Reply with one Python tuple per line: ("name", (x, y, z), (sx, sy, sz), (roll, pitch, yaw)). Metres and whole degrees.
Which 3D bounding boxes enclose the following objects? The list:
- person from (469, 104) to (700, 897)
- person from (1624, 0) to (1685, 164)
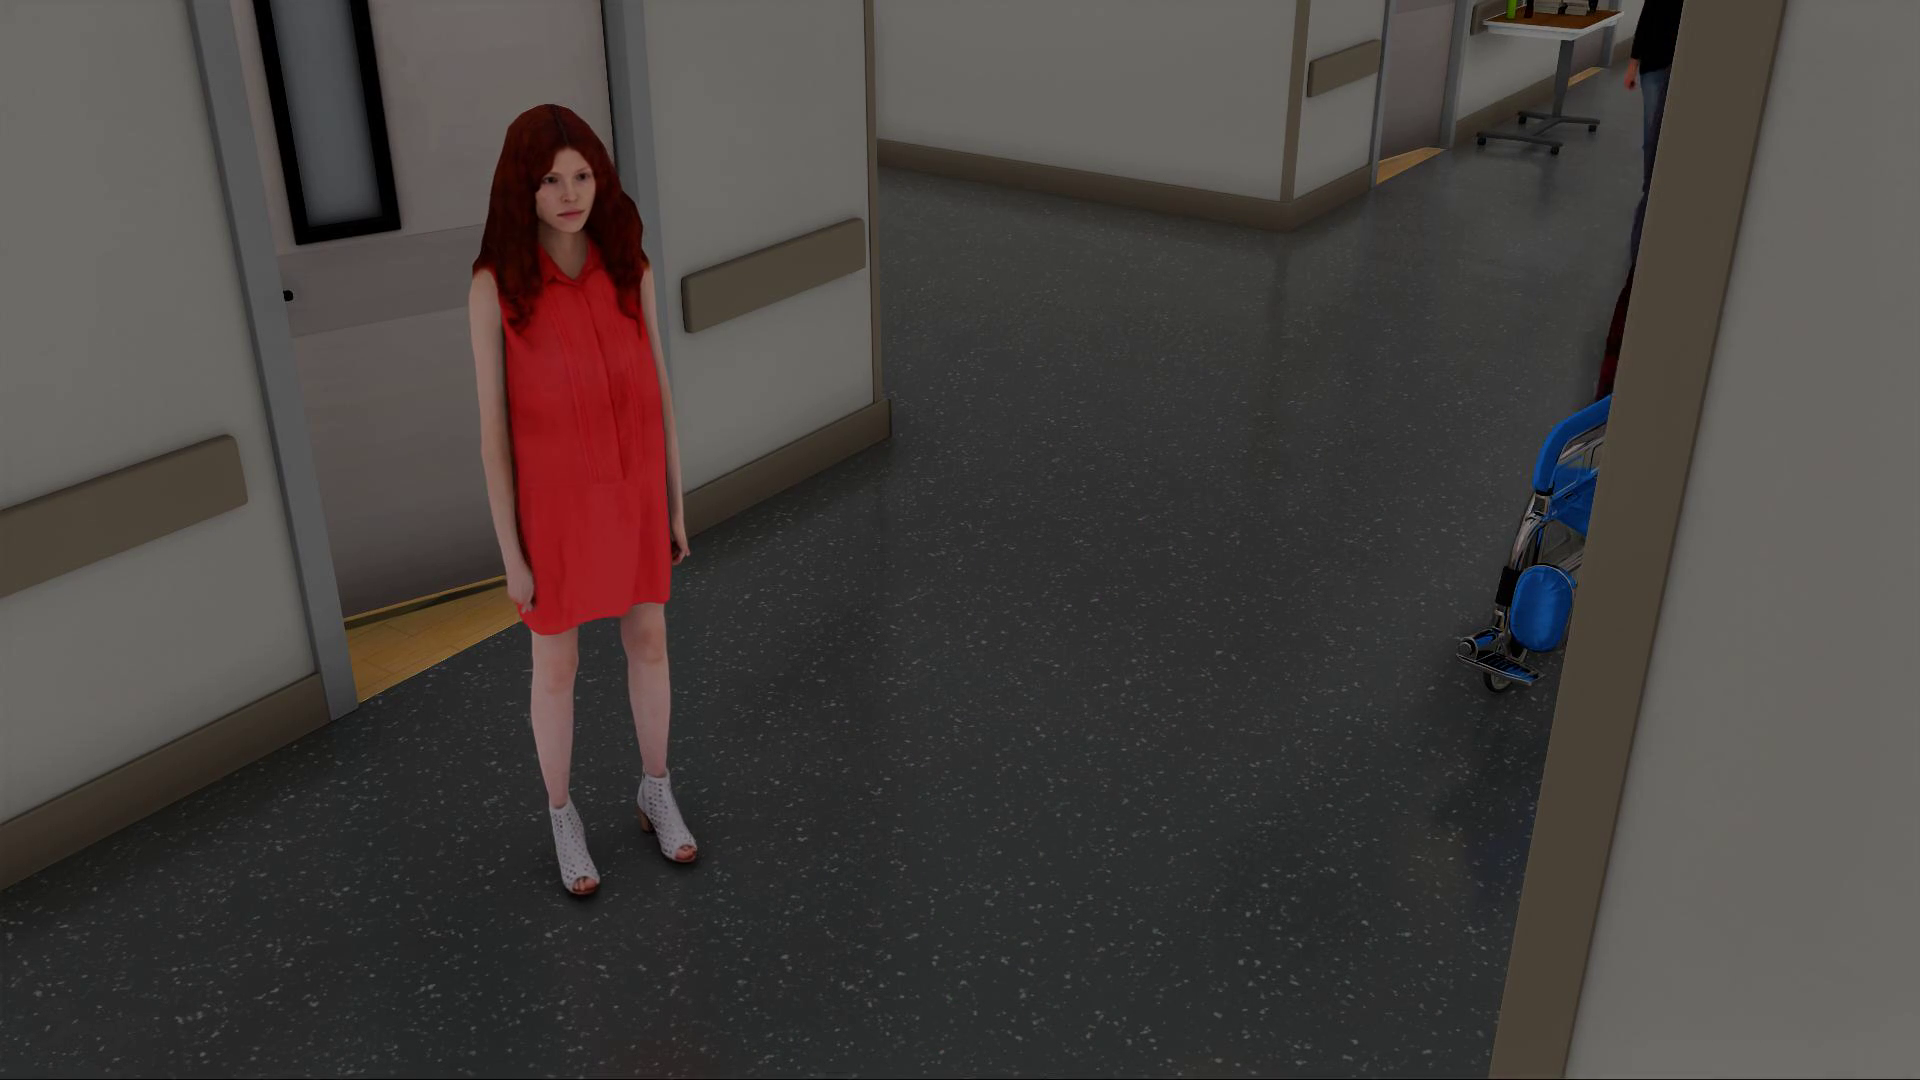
("person", (-0.820, -0.044, 3.677), (0.566, 1.823, 0.703), (-17, 30, -31))
("person", (3.993, -2.644, 9.287), (0.635, 1.633, 0.747), (14, 29, 26))
